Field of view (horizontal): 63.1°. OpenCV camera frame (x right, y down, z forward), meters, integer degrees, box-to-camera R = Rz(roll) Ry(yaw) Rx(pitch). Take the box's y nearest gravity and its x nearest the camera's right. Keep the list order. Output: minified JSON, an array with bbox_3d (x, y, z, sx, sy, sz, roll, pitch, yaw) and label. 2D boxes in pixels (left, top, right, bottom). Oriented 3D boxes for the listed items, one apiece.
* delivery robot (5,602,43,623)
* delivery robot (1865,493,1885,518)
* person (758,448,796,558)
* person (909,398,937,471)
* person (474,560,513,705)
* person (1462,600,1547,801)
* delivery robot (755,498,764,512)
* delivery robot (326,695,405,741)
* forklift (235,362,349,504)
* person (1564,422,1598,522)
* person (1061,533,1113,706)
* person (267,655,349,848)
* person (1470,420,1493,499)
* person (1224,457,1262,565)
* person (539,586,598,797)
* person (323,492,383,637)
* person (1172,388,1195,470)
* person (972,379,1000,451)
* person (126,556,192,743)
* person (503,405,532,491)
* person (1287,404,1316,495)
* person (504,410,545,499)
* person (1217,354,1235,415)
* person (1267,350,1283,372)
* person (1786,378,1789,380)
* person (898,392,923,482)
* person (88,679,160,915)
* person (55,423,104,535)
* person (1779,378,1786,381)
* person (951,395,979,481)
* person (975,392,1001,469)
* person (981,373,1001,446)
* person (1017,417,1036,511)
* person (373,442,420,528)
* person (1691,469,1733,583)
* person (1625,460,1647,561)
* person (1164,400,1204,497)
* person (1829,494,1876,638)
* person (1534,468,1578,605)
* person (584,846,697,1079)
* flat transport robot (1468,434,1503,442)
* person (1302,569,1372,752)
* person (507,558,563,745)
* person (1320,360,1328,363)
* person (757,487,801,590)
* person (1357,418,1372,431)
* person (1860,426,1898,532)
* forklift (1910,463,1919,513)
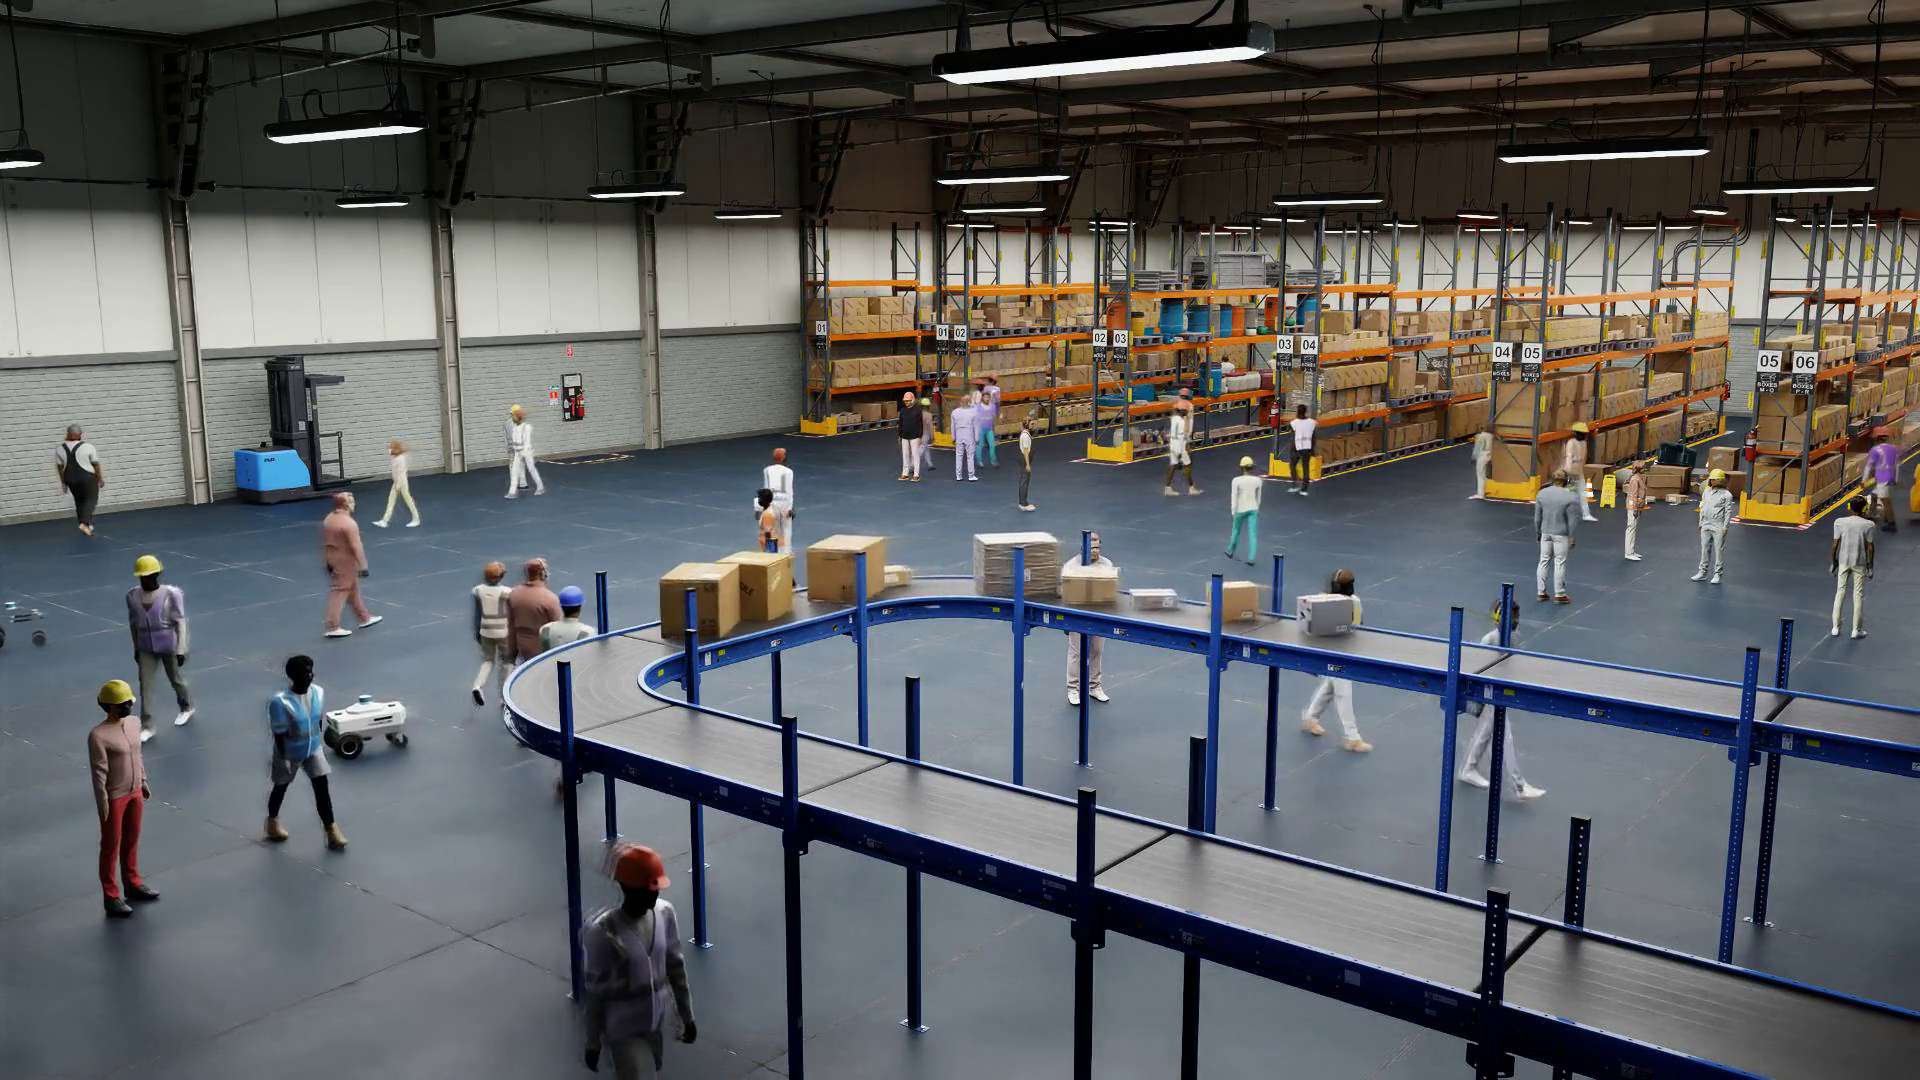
[{"bbox_3d":[-12.075,0.912,19.893,0.698,0.223,0.335,-6,12,-30],"label":"delivery robot"},{"bbox_3d":[17.274,-0.679,29.581,0.477,0.478,0.707,4,11,21],"label":"delivery robot"},{"bbox_3d":[-2.986,-0.575,25.497,0.576,1.861,0.782,6,11,29],"label":"person"},{"bbox_3d":[-0.870,-2.445,36.420,0.931,1.723,0.532,-9,13,-41],"label":"person"},{"bbox_3d":[-5.081,1.039,17.050,0.528,1.623,0.544,3,10,15],"label":"person"},{"bbox_3d":[4.993,1.439,14.256,0.515,1.822,0.969,-8,13,-38],"label":"person"},{"bbox_3d":[-3.537,-0.677,29.571,0.707,0.478,0.477,7,12,35],"label":"delivery robot"},{"bbox_3d":[-5.937,1.795,15.646,0.707,0.478,0.477,-7,13,-34],"label":"delivery robot"},{"bbox_3d":[-13.803,-2.244,32.110,1.129,2.768,1.873,8,13,37],"label":"forklift"},{"bbox_3d":[11.581,-1.310,29.554,0.607,1.884,0.990,-8,13,-37],"label":"person"},{"bbox_3d":[1.429,0.862,17.253,0.651,1.904,0.403,-5,11,-25],"label":"person"},{"bbox_3d":[-5.542,1.739,13.037,0.853,1.648,0.540,6,12,32],"label":"person"},{"bbox_3d":[10.723,-1.648,32.155,0.516,1.630,0.377,-9,14,-42],"label":"person"},{"bbox_3d":[4.599,-0.491,25.360,0.541,1.715,0.906,-2,10,-12],"label":"person"},{"bbox_3d":[-3.548,1.356,14.486,0.643,1.893,1.017,3,11,17],"label":"person"},{"bbox_3d":[-7.960,0.303,20.507,0.676,1.862,0.929,10,14,43],"label":"person"},{"bbox_3d":[5.288,-2.638,36.977,0.572,1.887,0.965,4,11,21],"label":"person"},{"bbox_3d":[0.494,-3.199,40.236,1.006,1.865,0.584,-2,10,-12],"label":"person"},{"bbox_3d":[-8.269,1.071,16.159,0.603,1.882,0.980,0,10,-2],"label":"person"},{"bbox_3d":[-9.437,-1.971,33.393,0.588,1.835,0.403,6,12,30],"label":"person"},{"bbox_3d":[7.162,-1.903,32.852,0.611,1.898,0.634,-2,10,-9],"label":"person"},{"bbox_3d":[-9.035,-1.788,32.400,0.582,1.843,1.015,6,12,30],"label":"person"},{"bbox_3d":[8.454,-4.967,49.965,0.635,1.939,0.361,-1,10,-8],"label":"person"},{"bbox_3d":[10.911,-5.656,54.193,0.587,1.814,0.498,2,10,9],"label":"person"},{"bbox_3d":[24.357,-4.273,46.477,0.619,1.786,0.858,0,10,-2],"label":"person"},{"bbox_3d":[-1.115,-2.296,34.774,0.622,1.993,0.384,6,12,30],"label":"person"},{"bbox_3d":[-6.287,1.906,11.768,0.329,1.767,0.529,2,10,9],"label":"person"},{"bbox_3d":[-15.721,-1.088,27.965,0.686,2.000,0.826,0,10,2],"label":"person"},{"bbox_3d":[22.842,-3.773,43.662,0.628,1.801,0.894,4,11,22],"label":"person"},{"bbox_3d":[0.130,-2.265,34.845,0.654,1.906,0.407,4,11,19],"label":"person"},{"bbox_3d":[0.639,-2.574,36.874,0.587,1.800,0.922,-5,11,-26],"label":"person"},{"bbox_3d":[0.721,-3.381,41.013,0.609,1.978,1.061,8,13,39],"label":"person"},{"bbox_3d":[1.318,-1.506,30.754,0.367,1.844,0.538,-1,10,-5],"label":"person"},{"bbox_3d":[-10.330,-1.007,28.642,0.842,1.580,0.519,-8,13,-37],"label":"person"},{"bbox_3d":[11.460,-0.220,23.796,0.296,1.745,0.484,-6,12,-30],"label":"person"},{"bbox_3d":[11.077,-0.498,25.650,0.307,1.641,0.513,5,11,26],"label":"person"},{"bbox_3d":[4.672,-1.901,32.504,0.928,2.004,0.634,-2,10,-14],"label":"person"},{"bbox_3d":[11.606,0.329,20.349,0.517,1.873,0.328,9,13,40],"label":"person"},{"bbox_3d":[8.517,-0.066,22.379,0.371,1.939,0.629,-8,13,-39],"label":"person"},{"bbox_3d":[-1.576,2.500,8.032,0.836,1.903,0.573,7,12,34],"label":"person"},{"bbox_3d":[14.585,-2.774,42.435,1.431,0.197,0.652,-4,11,-20],"label":"flat transport robot"},{"bbox_3d":[3.825,1.167,15.845,0.635,1.801,0.940,-8,13,-39],"label":"person"},{"bbox_3d":[-4.213,1.101,16.007,0.679,1.860,0.950,7,12,33],"label":"person"},{"bbox_3d":[12.169,-5.509,52.855,0.391,1.992,0.623,-9,14,-42],"label":"person"},{"bbox_3d":[-2.672,0.062,22.464,0.843,1.659,0.531,-2,10,-9],"label":"person"},{"bbox_3d":[10.568,-3.356,40.890,0.547,1.942,0.350,7,13,36],"label":"person"},{"bbox_3d":[16.643,-1.110,28.368,0.552,1.890,0.821,-5,11,-26],"label":"person"},{"bbox_3d":[19.034,-1.348,28.998,2.313,2.155,1.214,8,13,37],"label":"forklift"}]
